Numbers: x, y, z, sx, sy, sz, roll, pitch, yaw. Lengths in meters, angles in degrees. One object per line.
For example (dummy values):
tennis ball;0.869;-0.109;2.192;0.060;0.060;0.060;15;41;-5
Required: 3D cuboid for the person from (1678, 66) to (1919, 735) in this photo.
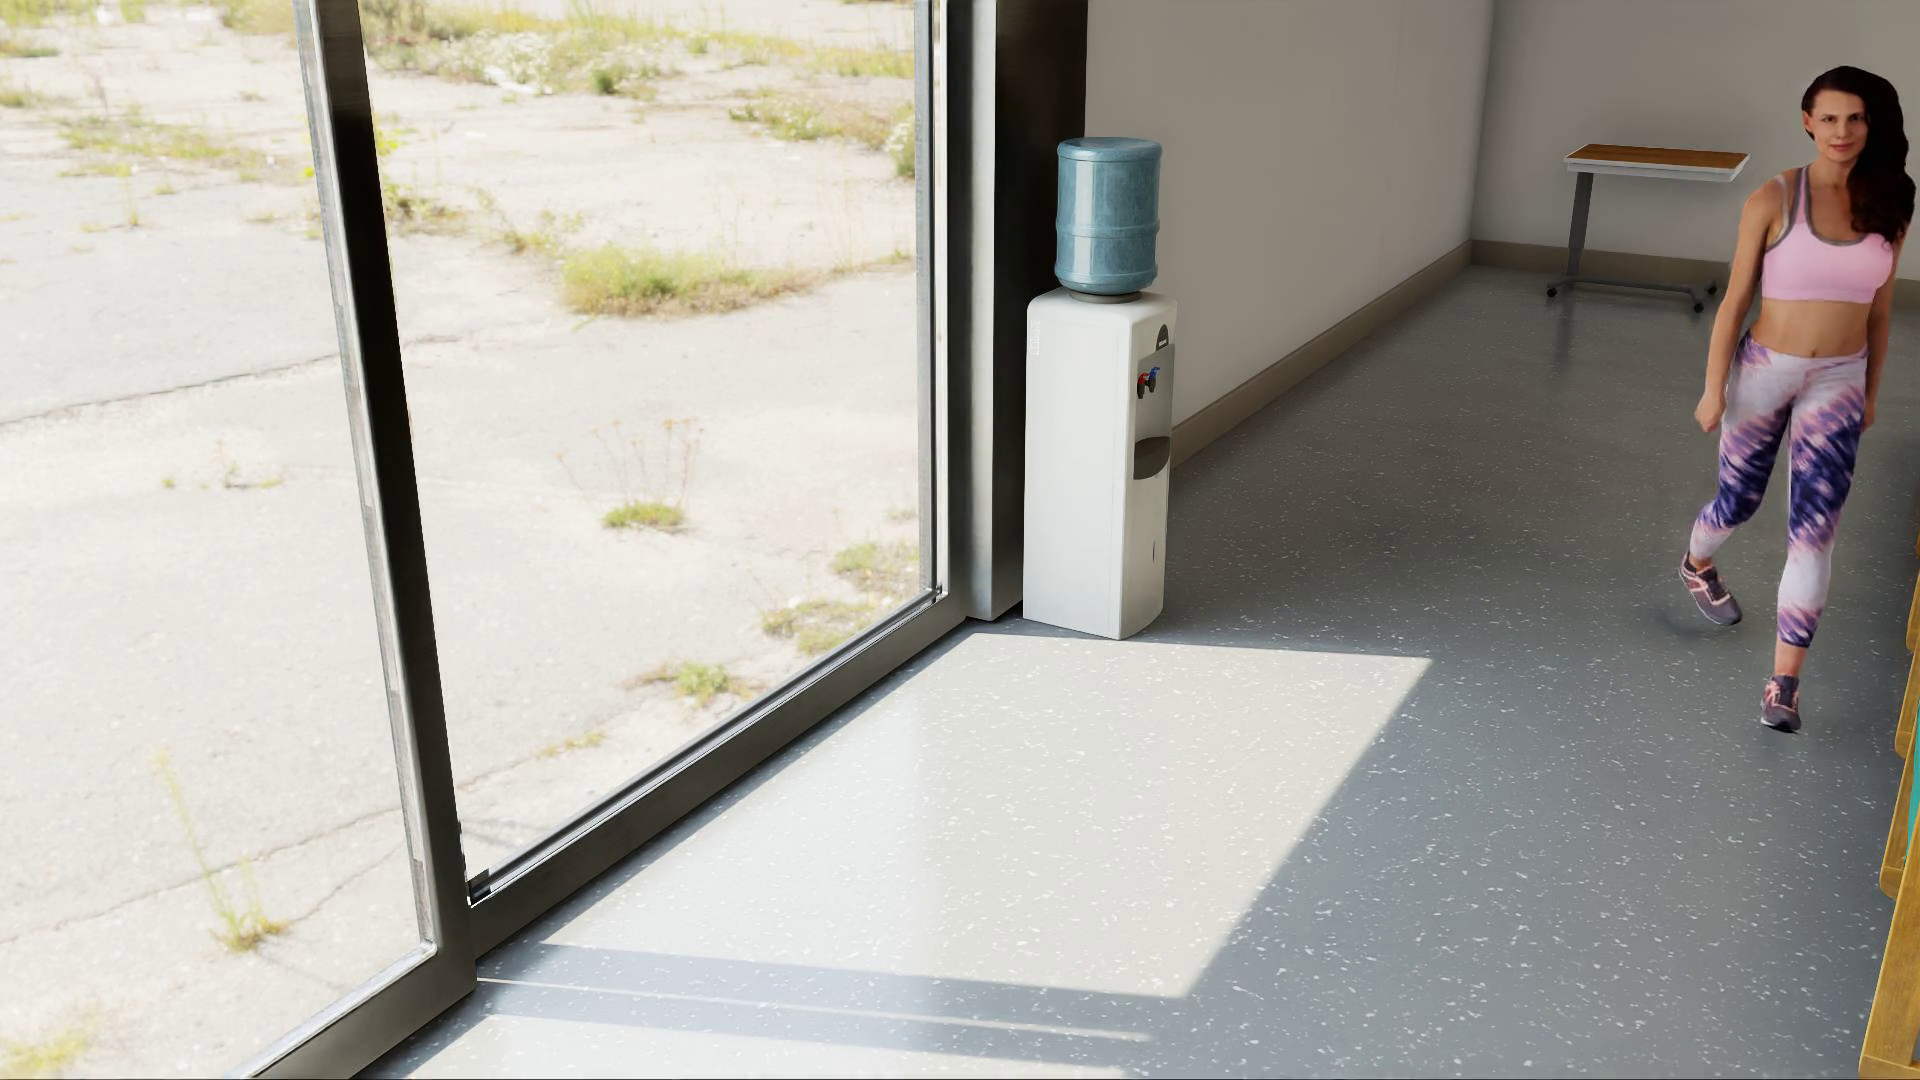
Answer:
person;2.288;-0.402;4.621;1.204;1.723;0.963;3;21;7
